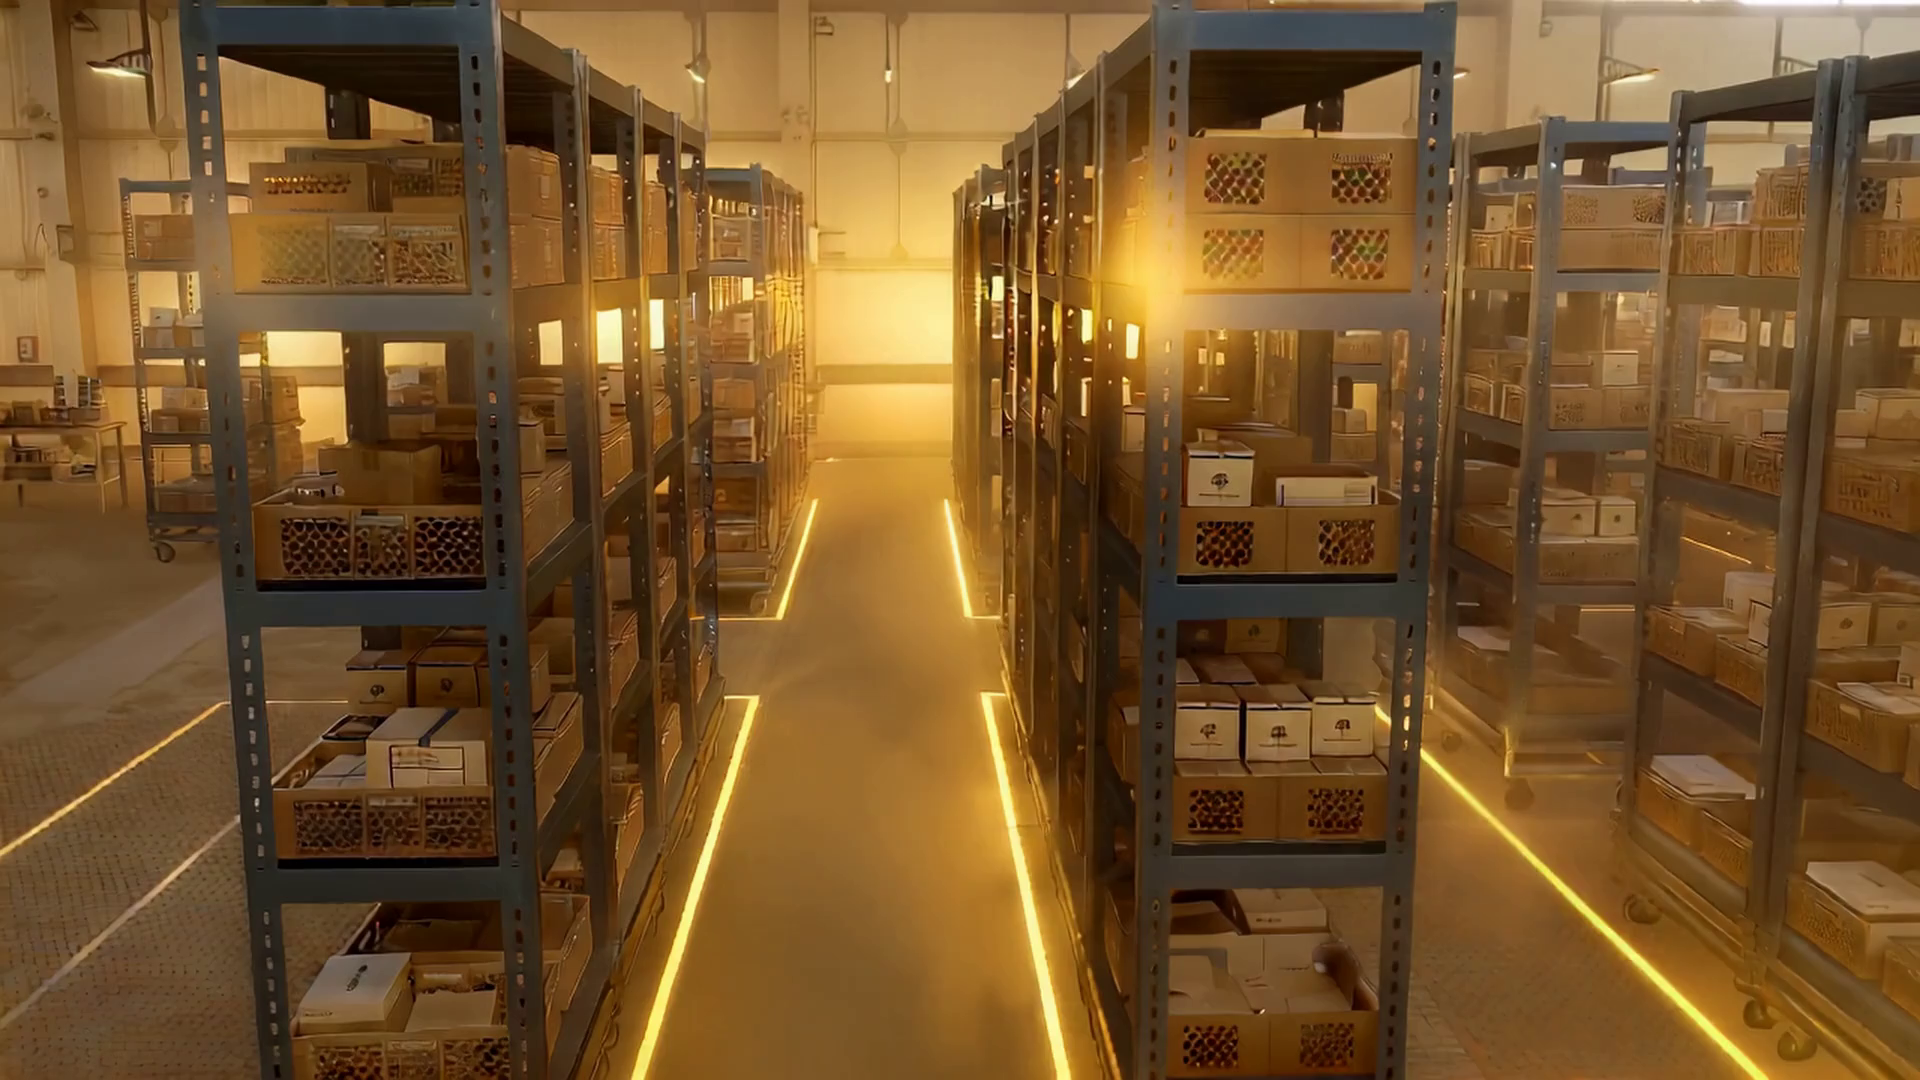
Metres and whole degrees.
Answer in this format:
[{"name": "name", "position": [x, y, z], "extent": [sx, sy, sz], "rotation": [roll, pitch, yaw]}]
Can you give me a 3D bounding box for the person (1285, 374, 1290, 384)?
[{"name": "person", "position": [3.997, -1.534, 20.540], "extent": [0.854, 1.812, 0.596], "rotation": [-2, 10, -12]}]
